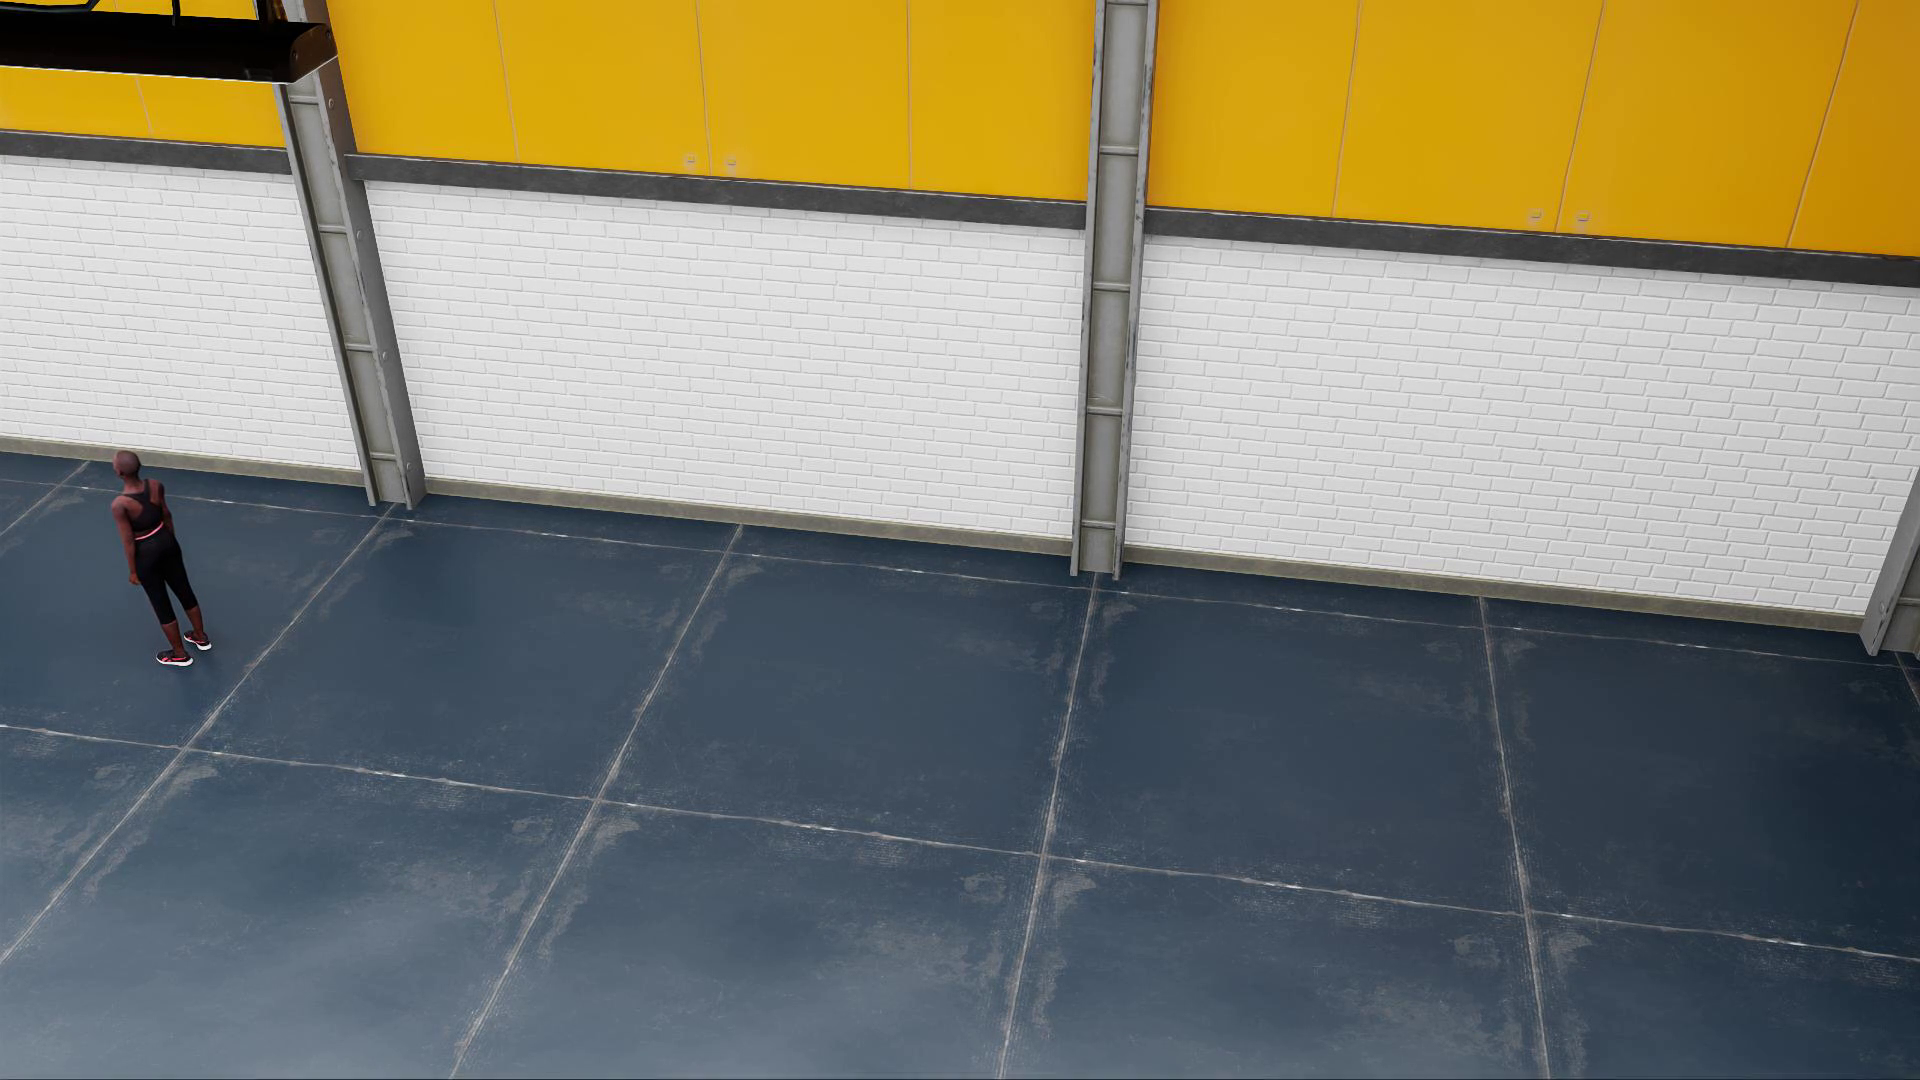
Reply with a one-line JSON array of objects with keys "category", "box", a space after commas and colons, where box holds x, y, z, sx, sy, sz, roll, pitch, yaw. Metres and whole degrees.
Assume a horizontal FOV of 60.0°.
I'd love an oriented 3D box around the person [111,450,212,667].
[{"category": "person", "box": [-5.763, 0.117, 11.937, 0.610, 1.757, 0.630, 15, 36, 21]}]
